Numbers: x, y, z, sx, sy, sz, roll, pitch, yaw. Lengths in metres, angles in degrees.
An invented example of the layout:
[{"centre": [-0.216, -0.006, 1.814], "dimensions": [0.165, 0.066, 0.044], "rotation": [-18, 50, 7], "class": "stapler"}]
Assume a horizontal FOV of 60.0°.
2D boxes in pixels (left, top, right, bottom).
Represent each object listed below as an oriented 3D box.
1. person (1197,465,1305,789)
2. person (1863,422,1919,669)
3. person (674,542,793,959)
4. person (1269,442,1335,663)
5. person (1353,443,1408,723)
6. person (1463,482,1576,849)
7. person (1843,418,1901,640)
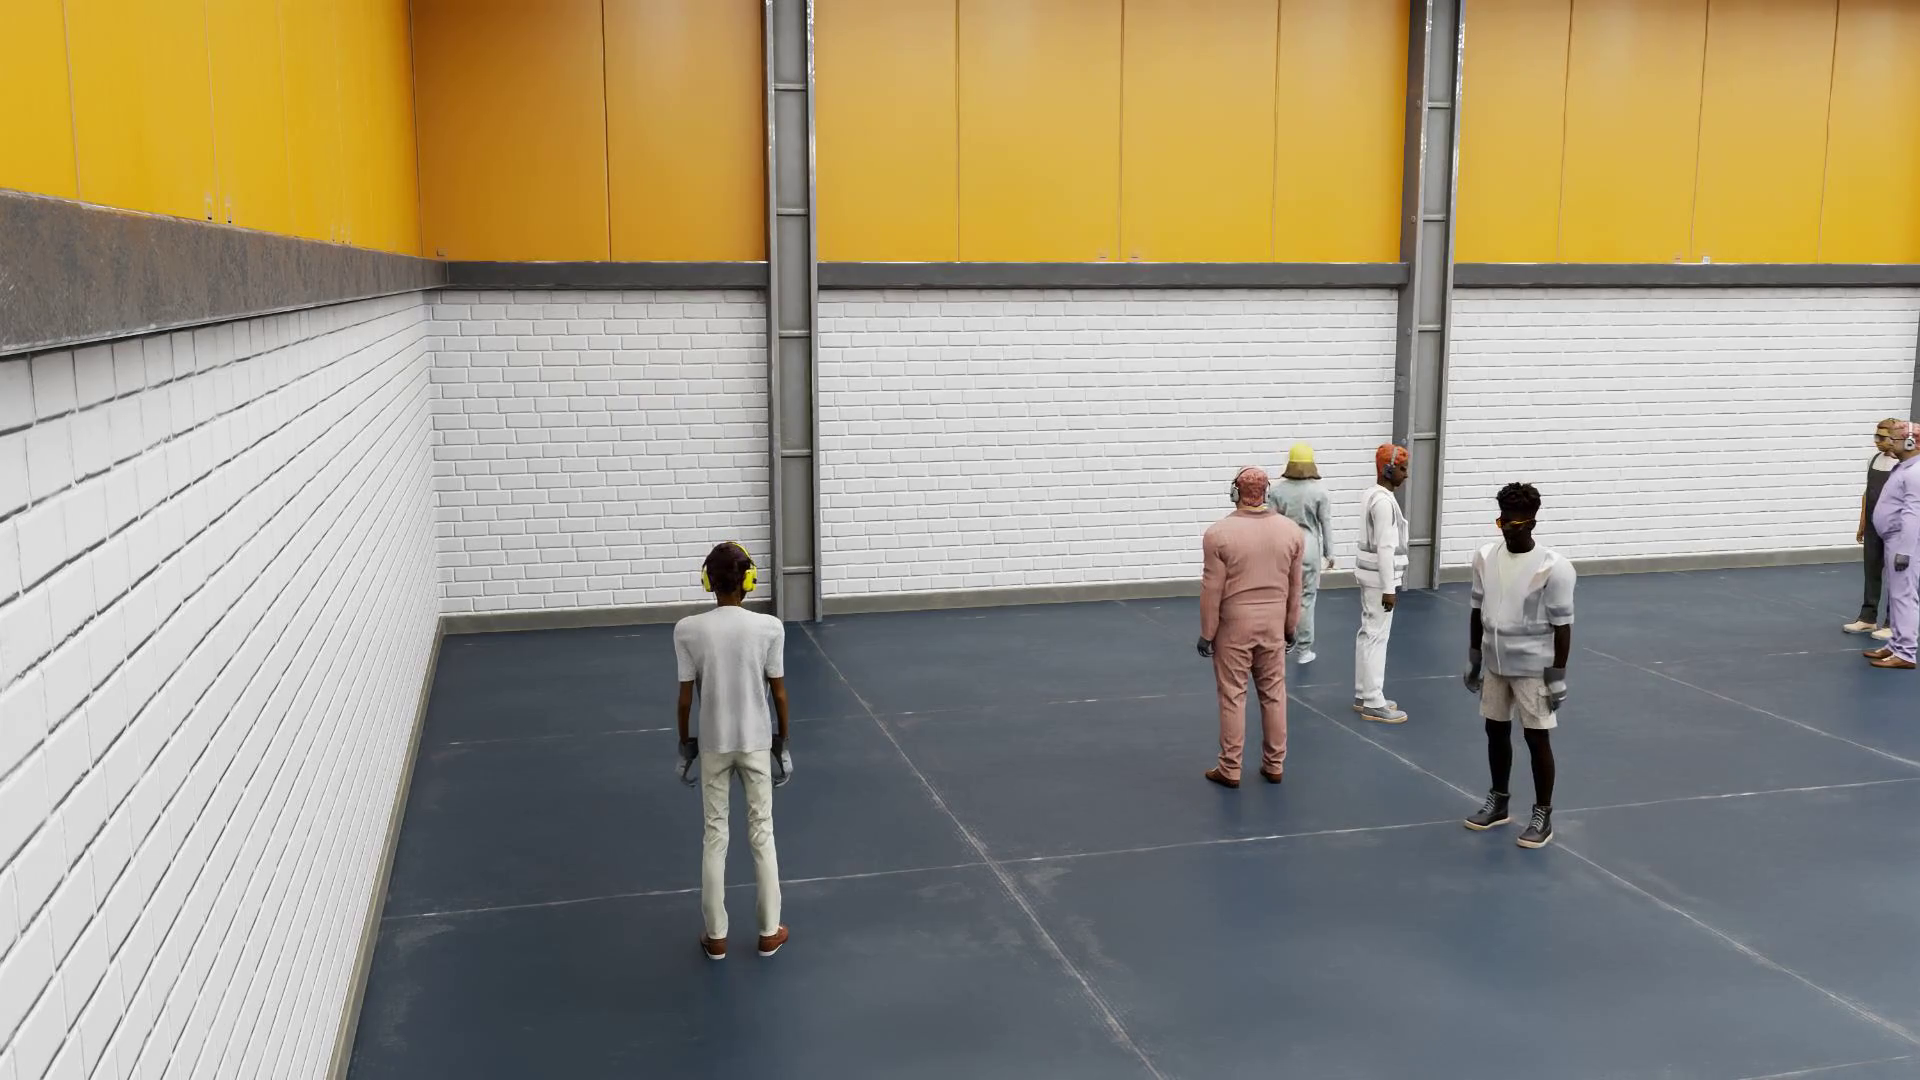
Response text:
[{"centre": [1.698, 0.511, 9.848], "dimensions": [0.645, 1.907, 0.400], "rotation": [-2, 9, -15], "class": "person"}, {"centre": [7.263, 0.037, 12.848], "dimensions": [0.401, 1.901, 0.646], "rotation": [4, 10, 22], "class": "person"}, {"centre": [-1.004, 0.930, 7.369], "dimensions": [0.520, 1.865, 0.328], "rotation": [-1, 9, -5], "class": "person"}, {"centre": [2.644, 0.104, 12.915], "dimensions": [0.507, 1.742, 0.346], "rotation": [5, 10, 29], "class": "person"}, {"centre": [2.872, 0.285, 11.323], "dimensions": [0.354, 1.887, 0.573], "rotation": [1, 9, 5], "class": "person"}, {"centre": [2.959, 0.654, 8.843], "dimensions": [0.402, 1.953, 0.617], "rotation": [-6, 11, -33], "class": "person"}, {"centre": [7.683, -0.093, 13.817], "dimensions": [0.330, 1.842, 0.519], "rotation": [-3, 9, -16], "class": "person"}]
